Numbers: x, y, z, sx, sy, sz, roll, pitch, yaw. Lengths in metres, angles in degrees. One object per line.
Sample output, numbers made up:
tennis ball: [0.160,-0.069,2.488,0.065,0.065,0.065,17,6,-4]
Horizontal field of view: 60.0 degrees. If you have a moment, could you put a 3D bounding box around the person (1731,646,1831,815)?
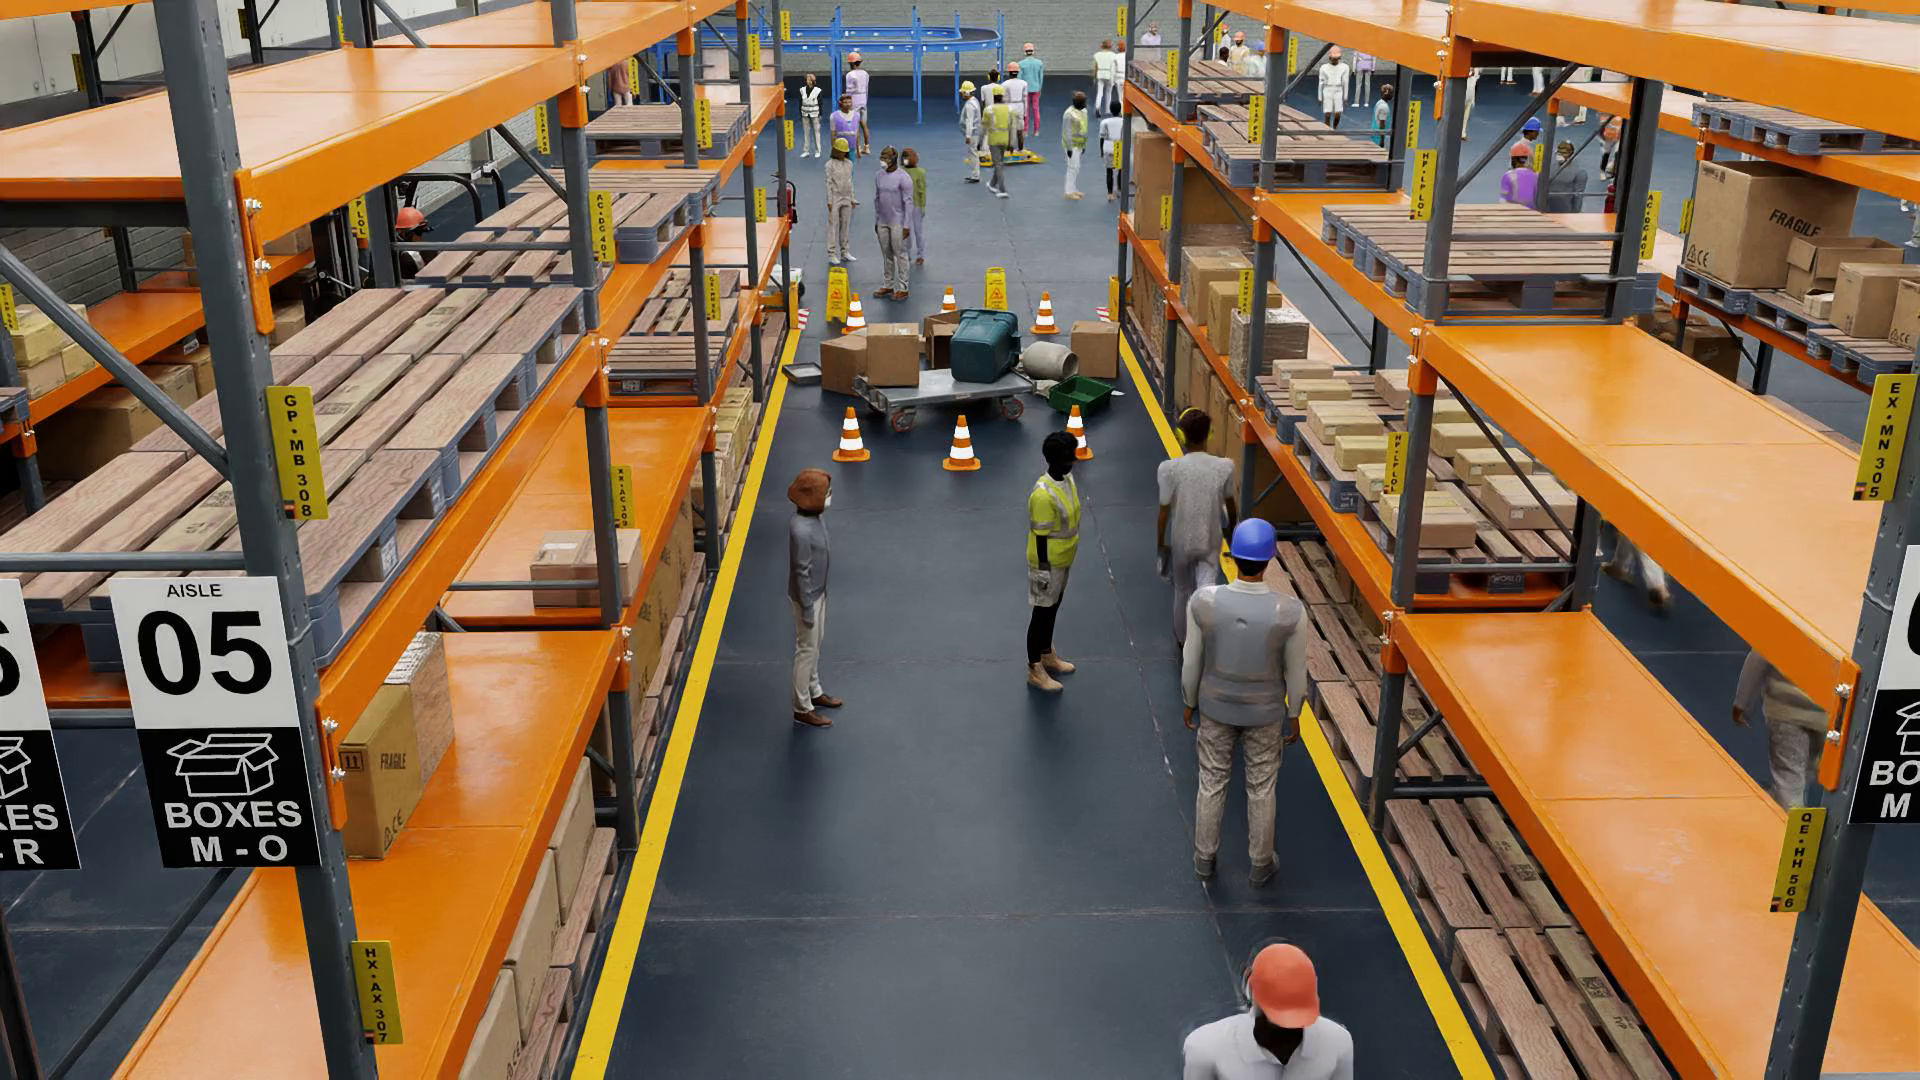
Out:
person: [4.297,0.808,8.557,0.626,1.788,0.890,1,21,3]

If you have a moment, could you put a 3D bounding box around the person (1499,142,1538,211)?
person: [7.242,-4.156,21.532,0.560,1.910,0.681,-7,22,-19]

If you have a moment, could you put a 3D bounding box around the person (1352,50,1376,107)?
person: [10.204,-11.937,42.063,0.587,1.928,0.364,-1,21,-3]

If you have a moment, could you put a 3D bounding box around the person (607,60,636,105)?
person: [-7.413,-9.866,36.499,0.613,1.991,0.392,1,21,2]

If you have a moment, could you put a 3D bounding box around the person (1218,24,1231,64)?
person: [7.352,-13.524,46.496,0.328,1.753,0.560,-4,21,-11]

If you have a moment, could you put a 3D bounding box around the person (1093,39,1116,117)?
person: [3.479,-11.115,40.047,0.573,1.821,0.835,6,22,16]

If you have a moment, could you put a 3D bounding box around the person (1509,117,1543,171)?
person: [8.106,-5.107,24.002,0.417,1.939,0.603,5,21,14]

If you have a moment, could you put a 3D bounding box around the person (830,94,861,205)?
person: [-1.928,-6.562,27.968,0.563,1.847,0.394,-14,25,-32]

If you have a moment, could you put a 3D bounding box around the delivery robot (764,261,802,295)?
delivery robot: [-2.366,-3.311,21.043,0.707,0.478,0.477,1,21,3]

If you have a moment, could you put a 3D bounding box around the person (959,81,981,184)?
person: [0.181,-7.412,30.264,0.415,1.820,0.607,2,21,5]

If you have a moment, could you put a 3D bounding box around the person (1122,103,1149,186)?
person: [3.186,-7.252,29.697,0.633,1.919,0.738,-6,22,-16]

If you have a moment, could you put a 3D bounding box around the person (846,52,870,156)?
person: [-2.107,-8.840,33.741,0.417,2.034,0.604,15,25,35]

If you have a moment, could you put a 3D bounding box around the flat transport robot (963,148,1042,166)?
flat transport robot: [0.846,-7.552,32.777,1.431,0.197,0.652,-11,23,-26]

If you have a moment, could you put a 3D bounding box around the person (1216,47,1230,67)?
person: [5.734,-9.926,36.781,0.403,1.908,0.599,-5,21,-14]

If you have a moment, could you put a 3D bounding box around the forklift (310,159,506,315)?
forklift: [-5.622,-2.910,17.832,2.313,2.155,1.214,-1,21,-1]

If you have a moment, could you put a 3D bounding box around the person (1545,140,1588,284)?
person: [7.837,-4.242,21.733,0.380,1.932,0.622,-15,26,-35]

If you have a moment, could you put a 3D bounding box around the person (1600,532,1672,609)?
person: [4.899,-0.425,11.832,0.624,1.802,0.929,-6,22,-16]

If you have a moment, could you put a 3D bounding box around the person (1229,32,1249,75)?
person: [6.834,-11.522,40.970,0.543,1.929,0.393,18,27,40]

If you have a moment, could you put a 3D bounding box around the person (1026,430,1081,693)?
person: [0.592,0.118,10.523,0.317,1.693,0.540,8,22,19]

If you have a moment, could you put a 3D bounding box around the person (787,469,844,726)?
person: [-0.889,0.340,10.037,0.295,1.623,0.507,2,21,5]

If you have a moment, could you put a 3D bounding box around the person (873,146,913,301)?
person: [-0.859,-4.023,21.130,0.354,1.938,0.636,-19,28,-41]

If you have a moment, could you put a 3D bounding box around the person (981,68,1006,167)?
person: [0.642,-8.171,32.213,0.504,1.861,0.329,2,21,4]

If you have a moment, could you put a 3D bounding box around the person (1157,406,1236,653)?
person: [1.500,0.034,10.595,0.526,1.806,1.028,3,21,7]

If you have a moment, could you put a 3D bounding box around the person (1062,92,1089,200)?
person: [1.977,-6.757,28.535,0.448,1.821,0.628,12,24,29]

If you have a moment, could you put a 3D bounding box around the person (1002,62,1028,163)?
person: [1.051,-8.419,32.760,0.543,1.931,0.388,-6,22,-16]

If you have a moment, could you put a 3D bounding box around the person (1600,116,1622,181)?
person: [11.877,-7.306,30.192,0.536,1.657,0.875,4,21,9]

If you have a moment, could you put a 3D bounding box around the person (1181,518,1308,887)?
person: [1.413,0.820,8.313,0.616,1.946,0.394,6,21,15]

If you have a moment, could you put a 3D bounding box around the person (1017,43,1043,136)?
person: [1.522,-9.900,36.600,0.610,1.984,0.400,-8,22,-19]

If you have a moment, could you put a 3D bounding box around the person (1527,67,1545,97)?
person: [15.548,-12.848,44.482,0.488,1.924,0.649,4,21,10]

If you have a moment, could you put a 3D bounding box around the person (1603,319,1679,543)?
person: [5.273,-0.877,13.039,0.586,1.773,0.949,5,21,13]

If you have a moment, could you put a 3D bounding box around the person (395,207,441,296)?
person: [-5.250,-2.222,16.248,0.407,2.035,0.601,5,21,12]

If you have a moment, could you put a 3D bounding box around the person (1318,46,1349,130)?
person: [7.896,-9.407,35.227,0.631,2.033,0.414,3,21,8]

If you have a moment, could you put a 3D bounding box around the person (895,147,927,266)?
person: [-0.692,-4.664,23.249,0.500,1.633,0.273,12,24,29]

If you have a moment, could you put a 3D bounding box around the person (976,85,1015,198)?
person: [0.634,-6.934,28.909,0.606,1.873,0.984,-10,23,-25]

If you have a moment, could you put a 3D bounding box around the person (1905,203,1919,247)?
person: [14.318,-5.192,24.505,0.488,1.736,0.322,0,21,1]

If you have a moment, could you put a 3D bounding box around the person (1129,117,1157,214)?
person: [3.052,-5.919,26.449,0.542,1.724,0.919,-10,23,-24]

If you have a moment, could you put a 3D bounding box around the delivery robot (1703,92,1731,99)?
delivery robot: [19.354,-11.408,42.445,0.707,0.478,0.477,13,24,30]

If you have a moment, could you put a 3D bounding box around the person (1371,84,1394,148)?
person: [7.468,-7.148,29.535,0.342,1.838,0.505,2,21,5]

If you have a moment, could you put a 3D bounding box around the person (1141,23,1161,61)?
person: [5.140,-12.867,44.550,0.641,1.908,0.407,-15,25,-34]

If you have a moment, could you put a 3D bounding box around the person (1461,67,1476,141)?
person: [10.856,-9.395,35.752,0.498,1.633,0.283,-9,23,-23]

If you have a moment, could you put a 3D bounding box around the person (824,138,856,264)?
person: [-1.669,-4.774,23.397,0.484,1.736,0.306,-19,28,-40]

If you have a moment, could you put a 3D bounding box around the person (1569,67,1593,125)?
person: [14.470,-10.489,38.658,0.511,1.622,0.295,-18,27,-38]

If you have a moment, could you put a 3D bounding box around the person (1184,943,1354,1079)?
person: [0.991,2.061,5.317,0.588,1.737,0.454,-4,21,-10]

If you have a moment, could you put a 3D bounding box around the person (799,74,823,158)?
person: [-2.997,-8.528,33.448,0.514,1.644,0.310,7,22,18]

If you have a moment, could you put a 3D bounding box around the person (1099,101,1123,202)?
person: [2.656,-6.669,28.482,0.550,1.667,0.695,4,21,10]

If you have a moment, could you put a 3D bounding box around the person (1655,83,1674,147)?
person: [14.741,-9.150,34.967,0.512,1.716,0.684,0,21,-1]

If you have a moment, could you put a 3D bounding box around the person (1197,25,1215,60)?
person: [6.471,-12.677,44.081,0.577,1.884,0.353,17,27,38]
